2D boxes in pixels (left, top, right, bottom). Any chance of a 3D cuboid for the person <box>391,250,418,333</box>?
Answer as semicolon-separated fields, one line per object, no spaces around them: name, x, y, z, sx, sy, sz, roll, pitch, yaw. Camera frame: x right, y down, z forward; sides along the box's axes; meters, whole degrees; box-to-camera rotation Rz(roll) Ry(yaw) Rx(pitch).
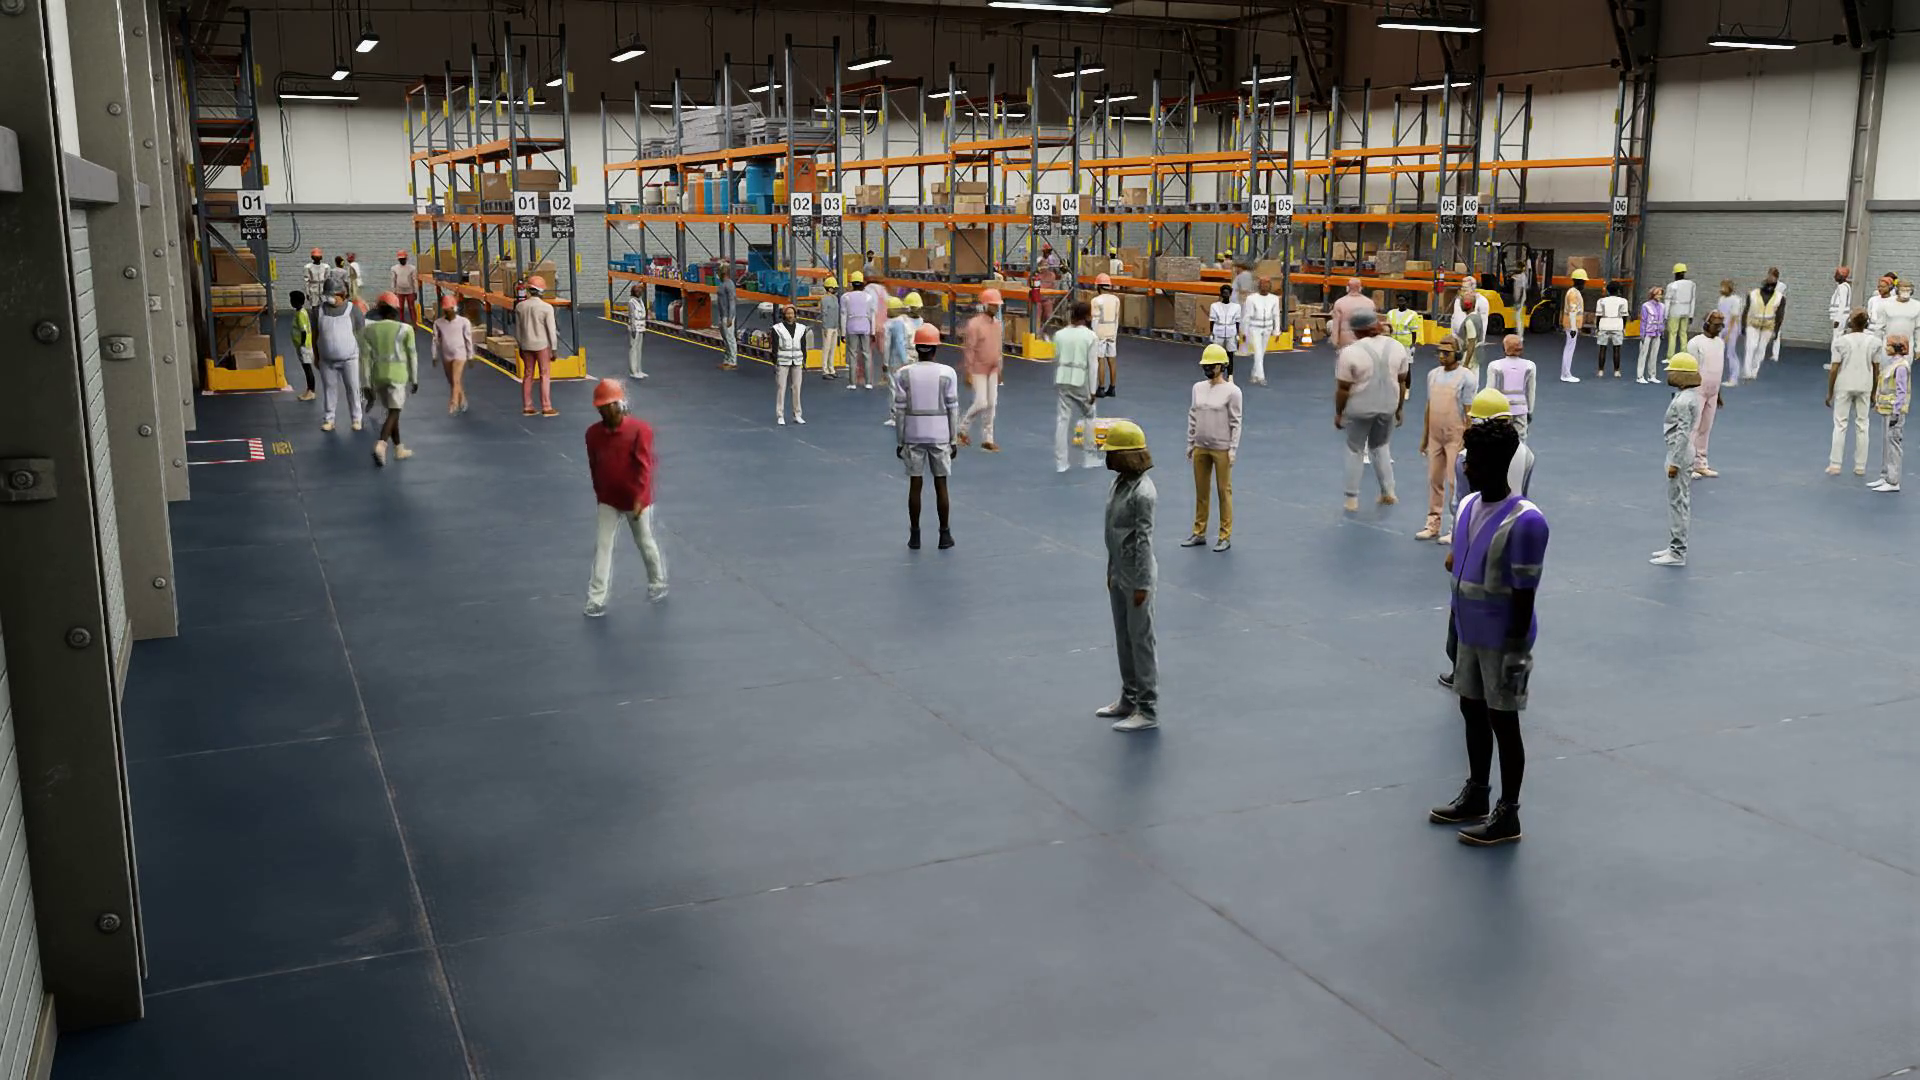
person;-13.371;-5.973;40.025;0.613;1.985;0.400;-2;11;-9

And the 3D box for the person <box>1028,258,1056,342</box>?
person;1.806;-5.222;36.472;0.649;1.886;0.460;-2;11;-9

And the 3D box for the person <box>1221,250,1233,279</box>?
person;8.056;-7.827;50.019;0.525;1.765;0.329;3;12;17

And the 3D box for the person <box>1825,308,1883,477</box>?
person;9.778;-1.614;18.231;0.507;1.846;0.351;3;12;17

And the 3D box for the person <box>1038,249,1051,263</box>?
person;2.463;-7.391;47.532;0.569;1.869;0.412;-8;14;-35

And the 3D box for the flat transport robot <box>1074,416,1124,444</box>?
flat transport robot;1.813;-1.399;21.150;0.652;0.197;1.431;1;11;7

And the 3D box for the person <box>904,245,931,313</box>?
person;-1.139;-7.259;46.532;1.032;1.989;0.613;10;15;40

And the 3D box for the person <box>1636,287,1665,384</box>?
person;11.713;-3.464;28.179;0.516;1.632;0.314;-5;12;-23

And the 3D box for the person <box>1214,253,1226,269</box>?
person;7.508;-7.477;48.324;0.370;1.733;0.604;-1;11;-3

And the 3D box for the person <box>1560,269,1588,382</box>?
person;10.515;-3.667;28.463;0.372;1.923;0.594;4;12;20

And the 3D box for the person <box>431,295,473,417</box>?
person;-7.276;-2.664;23.894;0.574;1.720;0.841;1;11;6

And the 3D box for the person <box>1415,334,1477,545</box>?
person;4.249;-0.876;14.514;0.345;1.840;0.508;-7;13;-31

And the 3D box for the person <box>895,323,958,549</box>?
person;-0.284;-0.883;14.277;0.543;1.939;0.371;1;11;5

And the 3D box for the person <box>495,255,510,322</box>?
person;-12.163;-6.672;44.157;0.325;1.762;0.524;-6;12;-26

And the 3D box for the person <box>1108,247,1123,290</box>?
person;4.201;-7.087;45.837;0.587;1.927;0.367;1;11;7

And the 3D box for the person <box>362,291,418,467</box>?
person;-6.583;-1.848;19.089;0.603;1.997;1.051;2;11;9

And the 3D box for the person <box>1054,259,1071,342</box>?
person;2.317;-5.266;36.725;0.333;1.873;0.520;-4;12;-18

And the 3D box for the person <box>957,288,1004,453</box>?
person;0.276;-2.029;19.980;0.556;1.984;0.653;10;15;42

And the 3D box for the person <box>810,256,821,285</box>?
person;-4.237;-7.489;48.643;0.455;1.633;0.529;1;11;7

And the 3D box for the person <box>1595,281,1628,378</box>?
person;11.418;-3.693;29.173;0.530;1.696;0.322;5;12;24

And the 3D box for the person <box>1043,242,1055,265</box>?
person;2.528;-7.474;47.516;0.395;2.038;0.615;1;11;3

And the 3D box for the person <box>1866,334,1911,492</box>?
person;9.667;-1.318;17.252;0.310;1.638;0.523;4;12;18

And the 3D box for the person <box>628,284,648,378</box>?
person;-5.664;-3.659;29.160;0.314;1.636;0.515;2;11;9

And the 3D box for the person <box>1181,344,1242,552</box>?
person;2.160;-0.787;14.234;0.523;1.769;0.309;10;15;42

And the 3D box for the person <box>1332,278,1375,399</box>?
person;5.968;-3.036;25.353;0.649;1.890;0.564;0;11;2

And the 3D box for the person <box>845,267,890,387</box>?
person;-1.483;-3.579;27.717;0.964;2.000;0.690;10;15;40

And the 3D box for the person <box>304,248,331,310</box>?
person;-15.205;-5.889;39.443;0.607;2.048;0.370;-6;13;-29

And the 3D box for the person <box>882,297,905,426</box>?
person;-0.863;-2.426;22.633;0.492;1.737;0.324;-10;15;-42

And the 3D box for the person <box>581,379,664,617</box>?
person;-2.445;-0.321;12.036;0.556;1.701;0.927;3;11;14

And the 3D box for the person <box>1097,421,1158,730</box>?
person;0.937;0.197;9.318;0.333;1.734;0.480;-4;12;-18

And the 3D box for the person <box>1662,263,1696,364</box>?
person;13.751;-4.326;31.835;0.593;1.919;0.392;-2;11;-10

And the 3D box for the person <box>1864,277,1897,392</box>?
person;14.381;-3.155;25.963;0.341;1.882;0.586;-6;13;-29

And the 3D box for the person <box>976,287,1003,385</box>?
person;0.490;-3.398;27.820;0.512;1.642;0.312;9;14;37

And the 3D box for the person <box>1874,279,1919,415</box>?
person;13.444;-2.761;23.849;0.628;1.933;0.366;5;12;23

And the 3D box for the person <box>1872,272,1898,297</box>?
person;16.063;-3.713;28.867;0.342;1.860;0.517;-8;14;-35
